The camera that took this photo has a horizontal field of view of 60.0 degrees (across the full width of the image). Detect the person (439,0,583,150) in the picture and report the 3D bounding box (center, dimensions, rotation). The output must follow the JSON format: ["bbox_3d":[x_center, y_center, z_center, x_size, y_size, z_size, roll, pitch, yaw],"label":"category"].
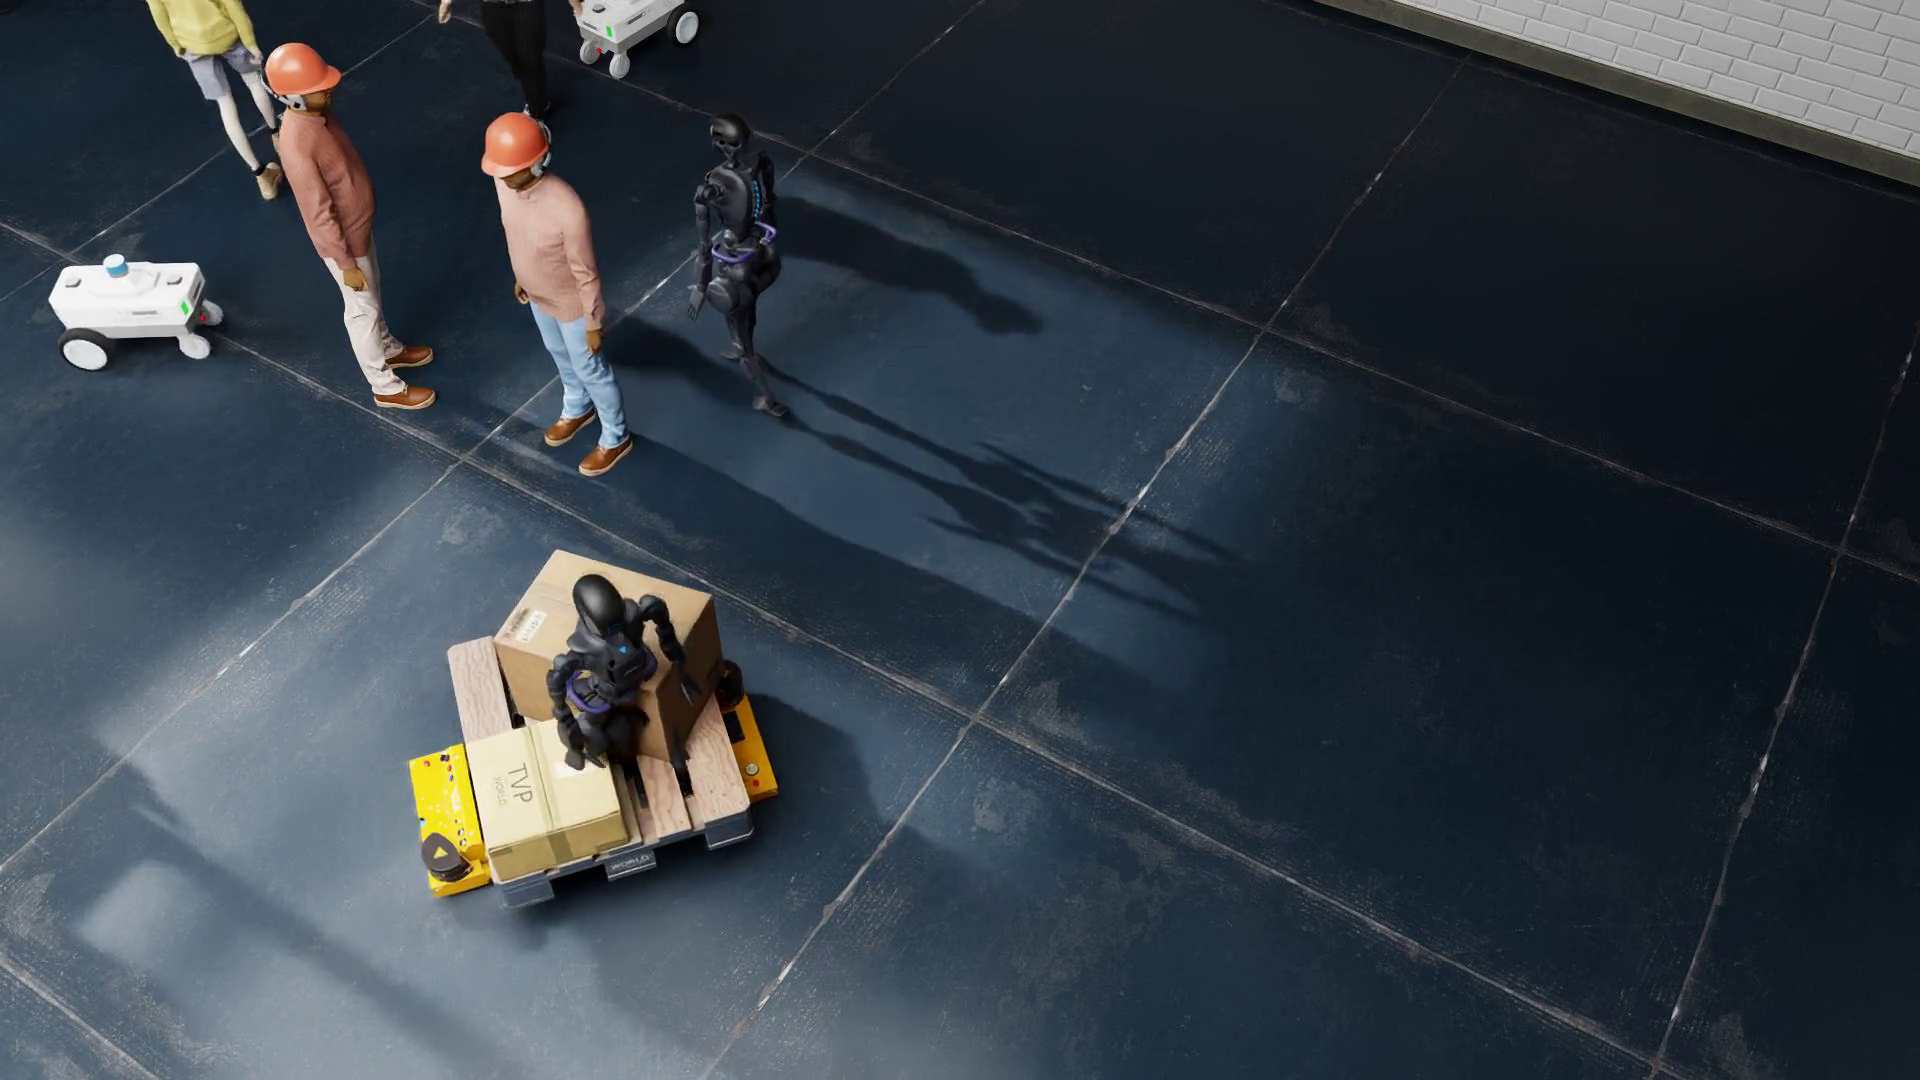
[{"bbox_3d":[-2.583,-3.084,9.529,0.801,1.741,0.523,-1,49,-1],"label":"person"}]

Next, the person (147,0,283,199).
[{"bbox_3d":[-4.177,-2.852,9.256,0.505,1.854,0.846,-12,50,-10],"label":"person"}]

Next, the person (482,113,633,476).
[{"bbox_3d":[-1.859,-1.123,7.661,0.616,1.986,0.403,37,58,28],"label":"person"}]

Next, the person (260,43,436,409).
[{"bbox_3d":[-2.928,-1.484,7.968,0.374,1.995,0.607,-9,49,-8],"label":"person"}]

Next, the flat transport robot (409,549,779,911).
[{"bbox_3d":[-1.541,0.973,6.965,1.431,0.231,0.659,-15,51,-13],"label":"flat transport robot"}]

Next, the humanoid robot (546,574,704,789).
[{"bbox_3d":[-1.267,0.622,6.346,0.611,1.632,0.539,-36,58,-27],"label":"humanoid robot"}]

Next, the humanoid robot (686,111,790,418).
[{"bbox_3d":[-1.078,-1.327,8.061,0.598,1.655,0.609,28,54,22],"label":"humanoid robot"}]

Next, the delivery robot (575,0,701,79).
[{"bbox_3d":[-2.069,-3.340,10.549,0.499,0.601,0.802,30,55,24],"label":"delivery robot"}]

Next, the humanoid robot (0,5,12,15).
[{"bbox_3d":[-6.629,-3.966,10.373,0.701,1.643,0.603,-23,53,-19],"label":"humanoid robot"}]

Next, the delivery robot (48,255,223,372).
[{"bbox_3d":[-4.325,-1.229,8.698,0.797,0.593,0.499,-2,49,-2],"label":"delivery robot"}]
